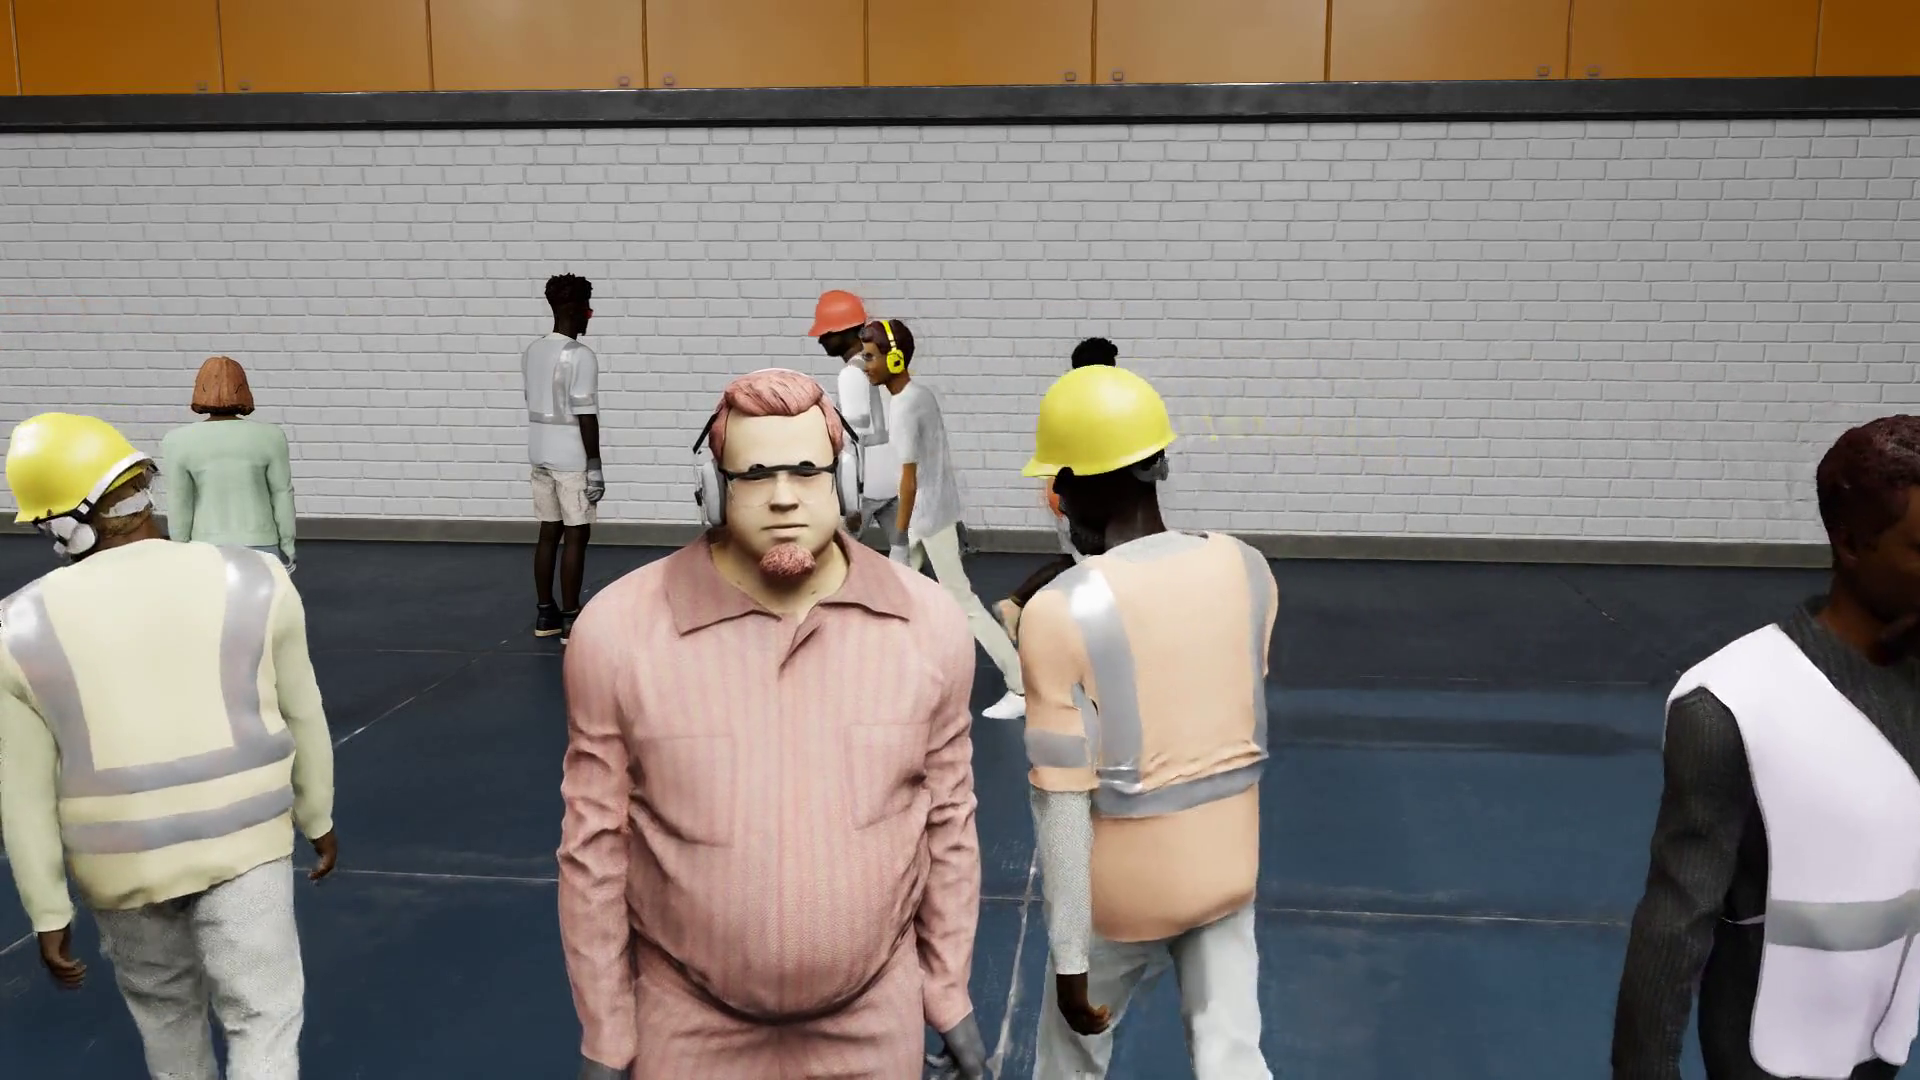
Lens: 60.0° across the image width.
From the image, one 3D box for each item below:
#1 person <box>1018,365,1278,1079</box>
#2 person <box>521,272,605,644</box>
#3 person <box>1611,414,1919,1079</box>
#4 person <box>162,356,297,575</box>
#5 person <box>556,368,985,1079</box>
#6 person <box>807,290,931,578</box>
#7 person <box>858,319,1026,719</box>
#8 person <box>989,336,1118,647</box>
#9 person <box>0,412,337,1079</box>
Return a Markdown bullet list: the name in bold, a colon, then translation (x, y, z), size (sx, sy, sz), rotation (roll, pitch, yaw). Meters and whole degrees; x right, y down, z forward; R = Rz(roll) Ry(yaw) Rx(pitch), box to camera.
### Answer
- **person**: translation (0.318, 0.608, 3.148), size (0.617, 1.859, 0.986), rotation (-6, 11, -29)
- **person**: translation (-2.082, -0.429, 8.820), size (0.607, 1.958, 0.378), rotation (10, 14, 44)
- **person**: translation (1.271, 0.740, 2.415), size (0.619, 1.860, 1.046), rotation (-5, 11, -28)
- **person**: translation (-3.054, 0.047, 7.005), size (0.498, 1.634, 0.281), rotation (-4, 11, -22)
- **person**: translation (-0.264, 0.701, 2.480), size (0.637, 1.911, 0.403), rotation (-3, 10, -15)
- **person**: translation (-0.499, -0.278, 8.207), size (0.822, 1.875, 0.574), rotation (3, 10, 18)
- **person**: translation (-0.112, -0.057, 7.199), size (1.052, 1.789, 0.525), rotation (-1, 10, -4)
- **person**: translation (0.513, -0.188, 8.294), size (0.705, 1.663, 0.567), rotation (2, 10, 9)
- **person**: translation (-1.537, 0.635, 3.270), size (0.613, 1.777, 0.848), rotation (-4, 11, -24)
